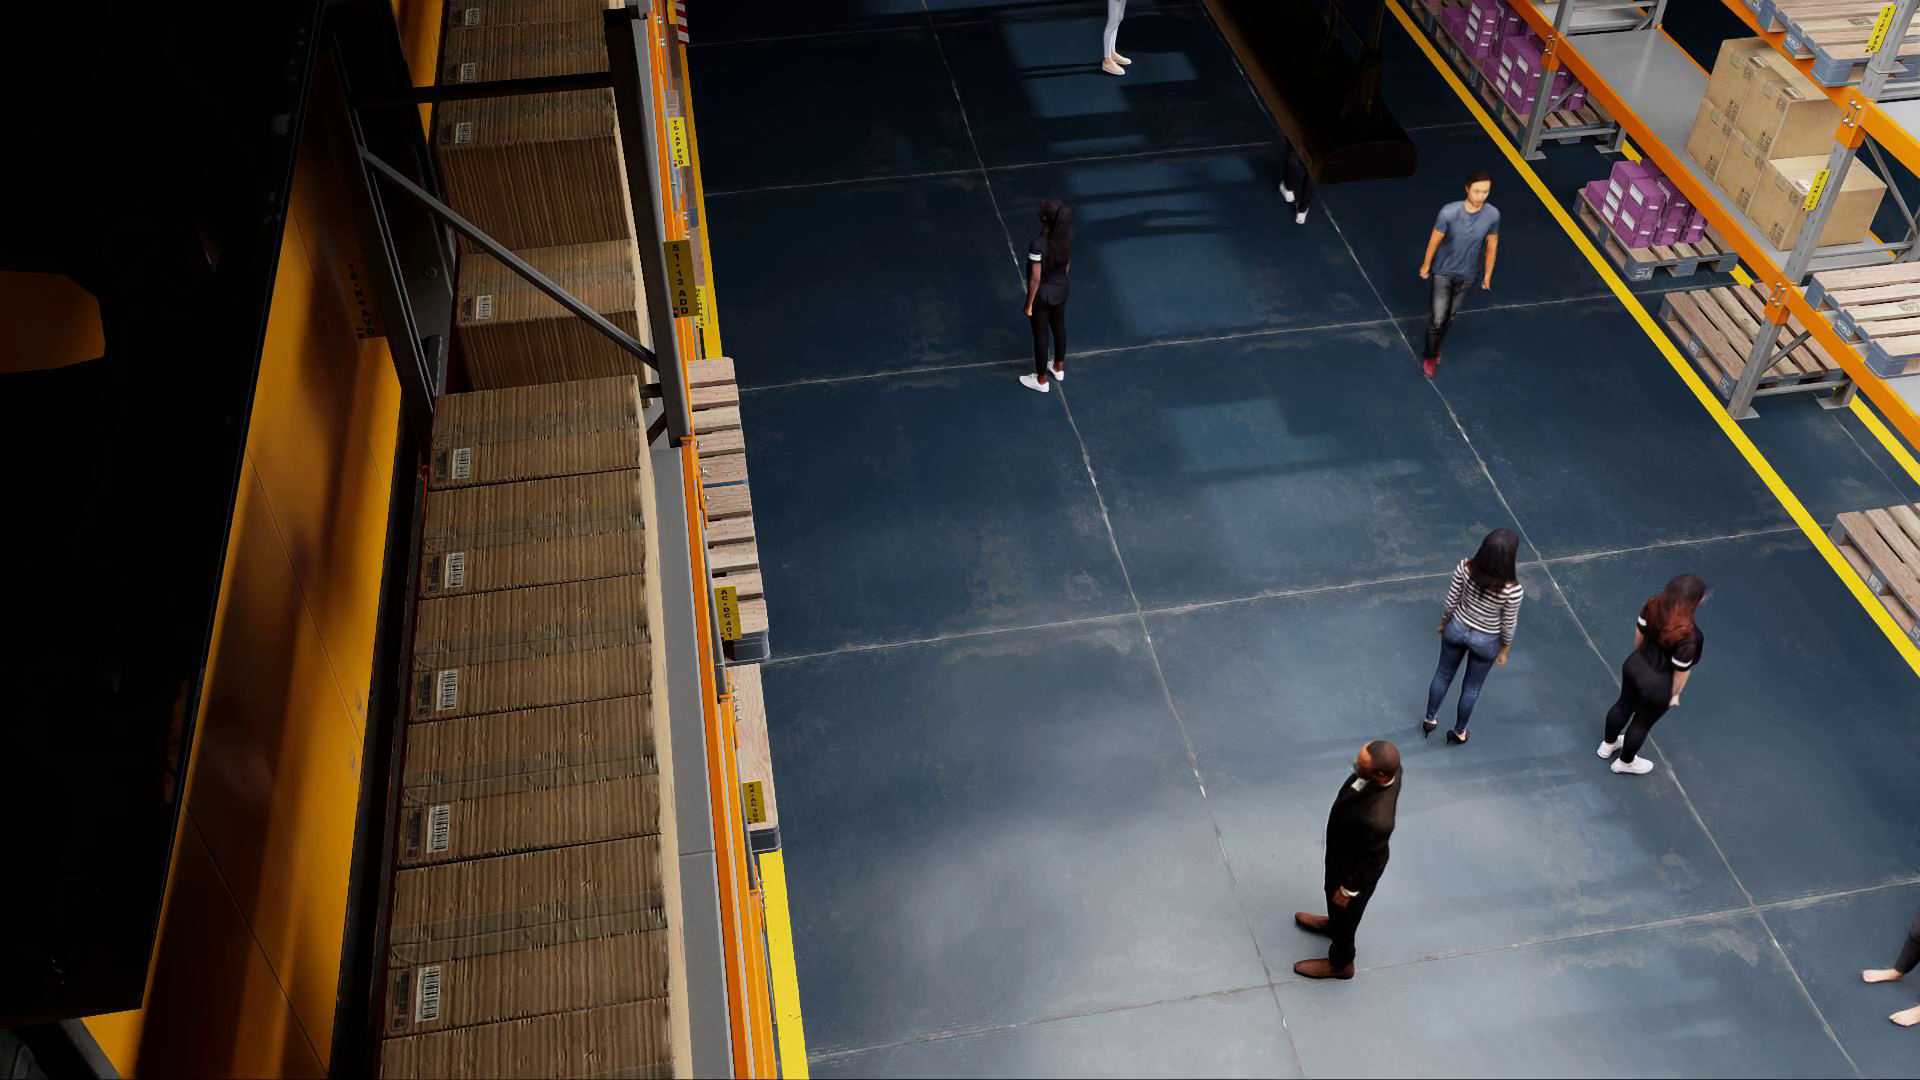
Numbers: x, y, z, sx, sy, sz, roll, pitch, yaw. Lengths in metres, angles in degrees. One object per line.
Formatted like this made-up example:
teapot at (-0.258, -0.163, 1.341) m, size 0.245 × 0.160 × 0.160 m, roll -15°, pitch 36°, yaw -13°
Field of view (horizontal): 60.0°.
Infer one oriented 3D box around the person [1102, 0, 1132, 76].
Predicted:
person at (1.608, -5.618, 16.811) m, size 0.728 × 1.796 × 0.618 m, roll 14°, pitch 45°, yaw 15°

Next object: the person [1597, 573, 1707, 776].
person at (4.239, 0.817, 10.171) m, size 0.695 × 1.638 × 0.563 m, roll -13°, pitch 45°, yaw -13°

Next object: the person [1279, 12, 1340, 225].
person at (3.104, -3.667, 14.682) m, size 0.842 × 1.907 × 0.948 m, roll 5°, pitch 44°, yaw 5°

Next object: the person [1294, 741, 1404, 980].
person at (2.148, 1.720, 9.029) m, size 0.832 × 1.904 × 0.700 m, roll 9°, pitch 44°, yaw 10°

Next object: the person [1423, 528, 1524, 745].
person at (3.158, 0.613, 10.271) m, size 0.645 × 1.795 × 0.717 m, roll 28°, pitch 50°, yaw 26°

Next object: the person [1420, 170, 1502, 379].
person at (3.916, -2.192, 13.214) m, size 0.737 × 1.797 × 0.775 m, roll -1°, pitch 44°, yaw -1°

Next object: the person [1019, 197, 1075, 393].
person at (0.689, -1.925, 12.983) m, size 0.755 × 1.729 × 0.716 m, roll 34°, pitch 53°, yaw 30°
